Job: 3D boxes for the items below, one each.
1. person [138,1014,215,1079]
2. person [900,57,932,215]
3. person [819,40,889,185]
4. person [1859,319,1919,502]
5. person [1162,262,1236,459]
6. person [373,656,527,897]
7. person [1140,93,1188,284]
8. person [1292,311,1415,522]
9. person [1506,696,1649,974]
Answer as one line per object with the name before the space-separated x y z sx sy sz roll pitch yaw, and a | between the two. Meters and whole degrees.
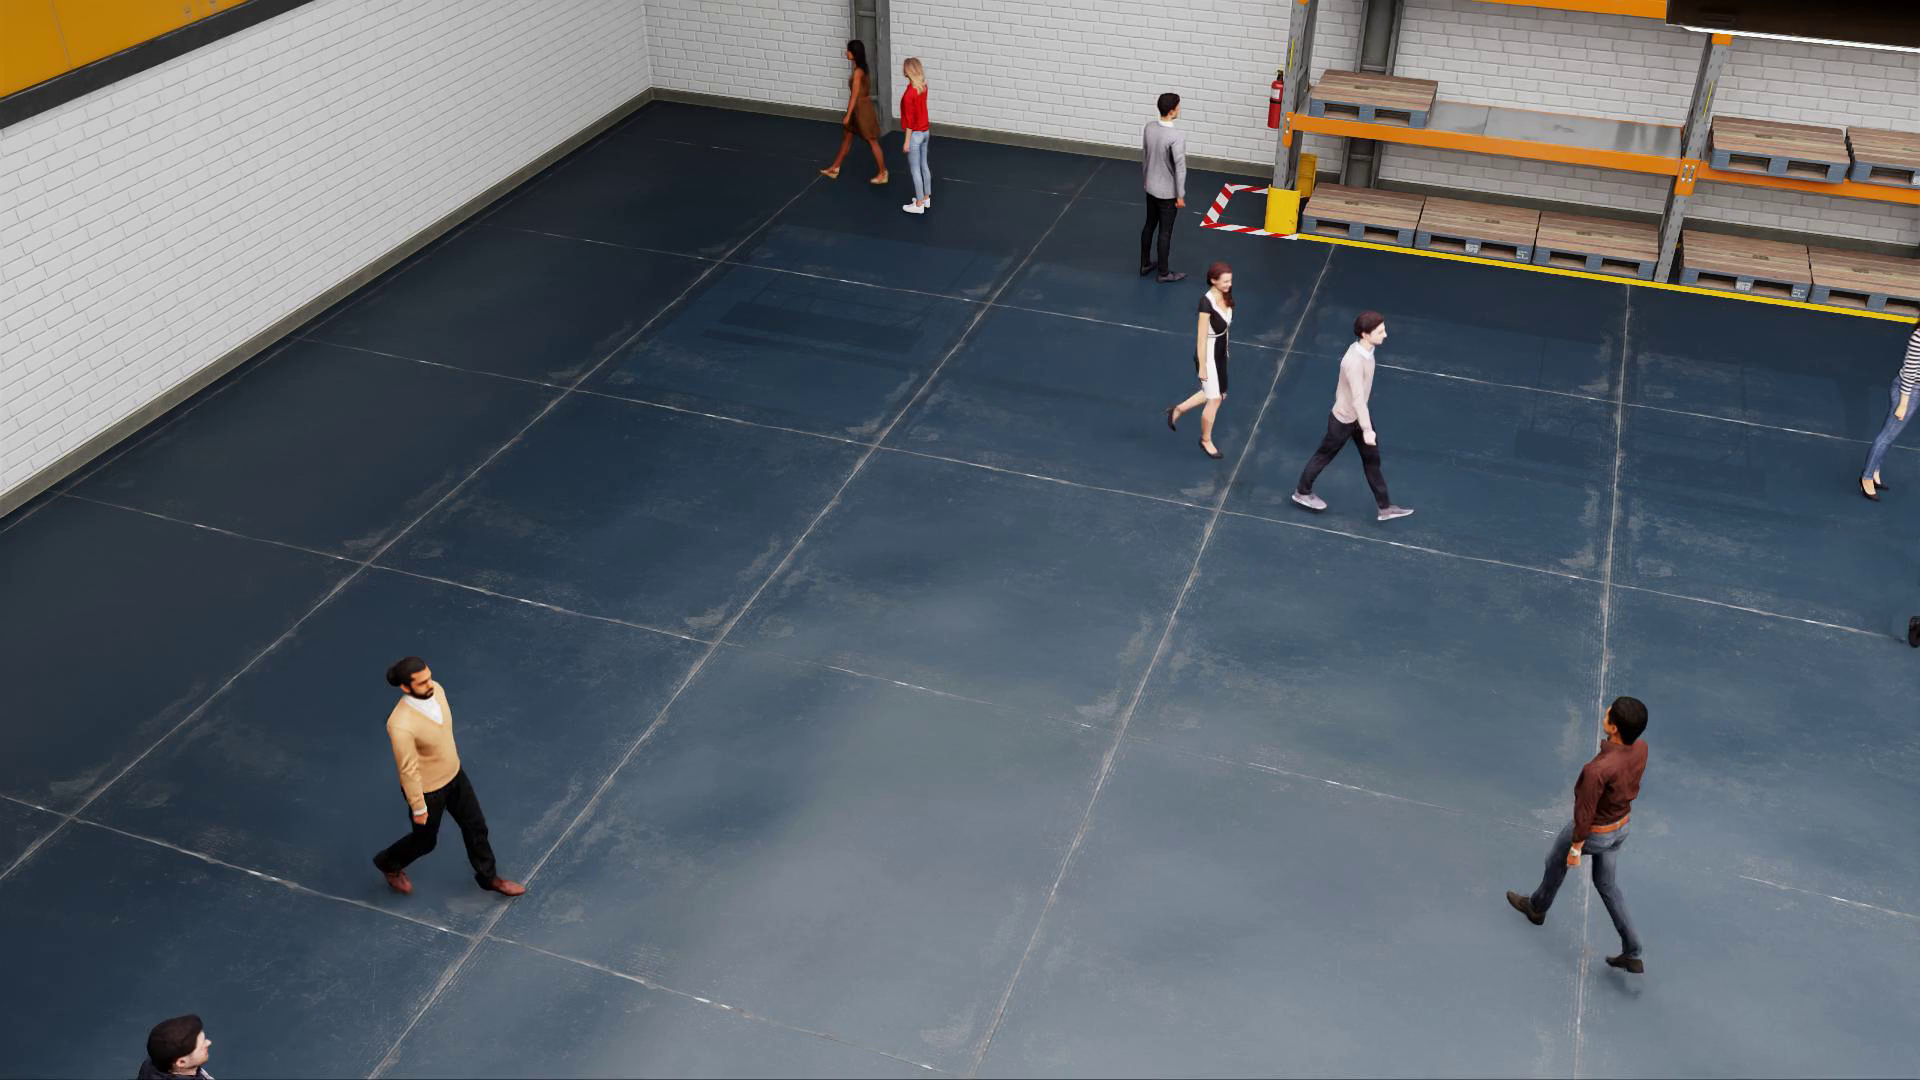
person | -3.348 2.803 7.179 0.841 1.871 0.736 -26 42 -34
person | -0.480 -4.425 18.205 0.526 1.703 0.635 14 36 20
person | -1.023 -4.793 18.805 1.087 1.652 0.859 -4 34 -6
person | 7.521 -1.154 13.201 0.639 1.795 0.664 27 42 34
person | 1.993 -1.488 13.716 0.856 1.780 0.680 17 37 24
person | -3.063 1.373 9.455 1.148 1.733 0.747 8 34 12
person | 2.023 -3.541 16.676 0.892 1.922 0.791 -21 39 -28
person | 2.944 -0.941 12.918 1.230 1.752 0.756 17 37 24
person | 3.544 1.636 9.047 1.083 1.746 1.227 -19 38 -27
